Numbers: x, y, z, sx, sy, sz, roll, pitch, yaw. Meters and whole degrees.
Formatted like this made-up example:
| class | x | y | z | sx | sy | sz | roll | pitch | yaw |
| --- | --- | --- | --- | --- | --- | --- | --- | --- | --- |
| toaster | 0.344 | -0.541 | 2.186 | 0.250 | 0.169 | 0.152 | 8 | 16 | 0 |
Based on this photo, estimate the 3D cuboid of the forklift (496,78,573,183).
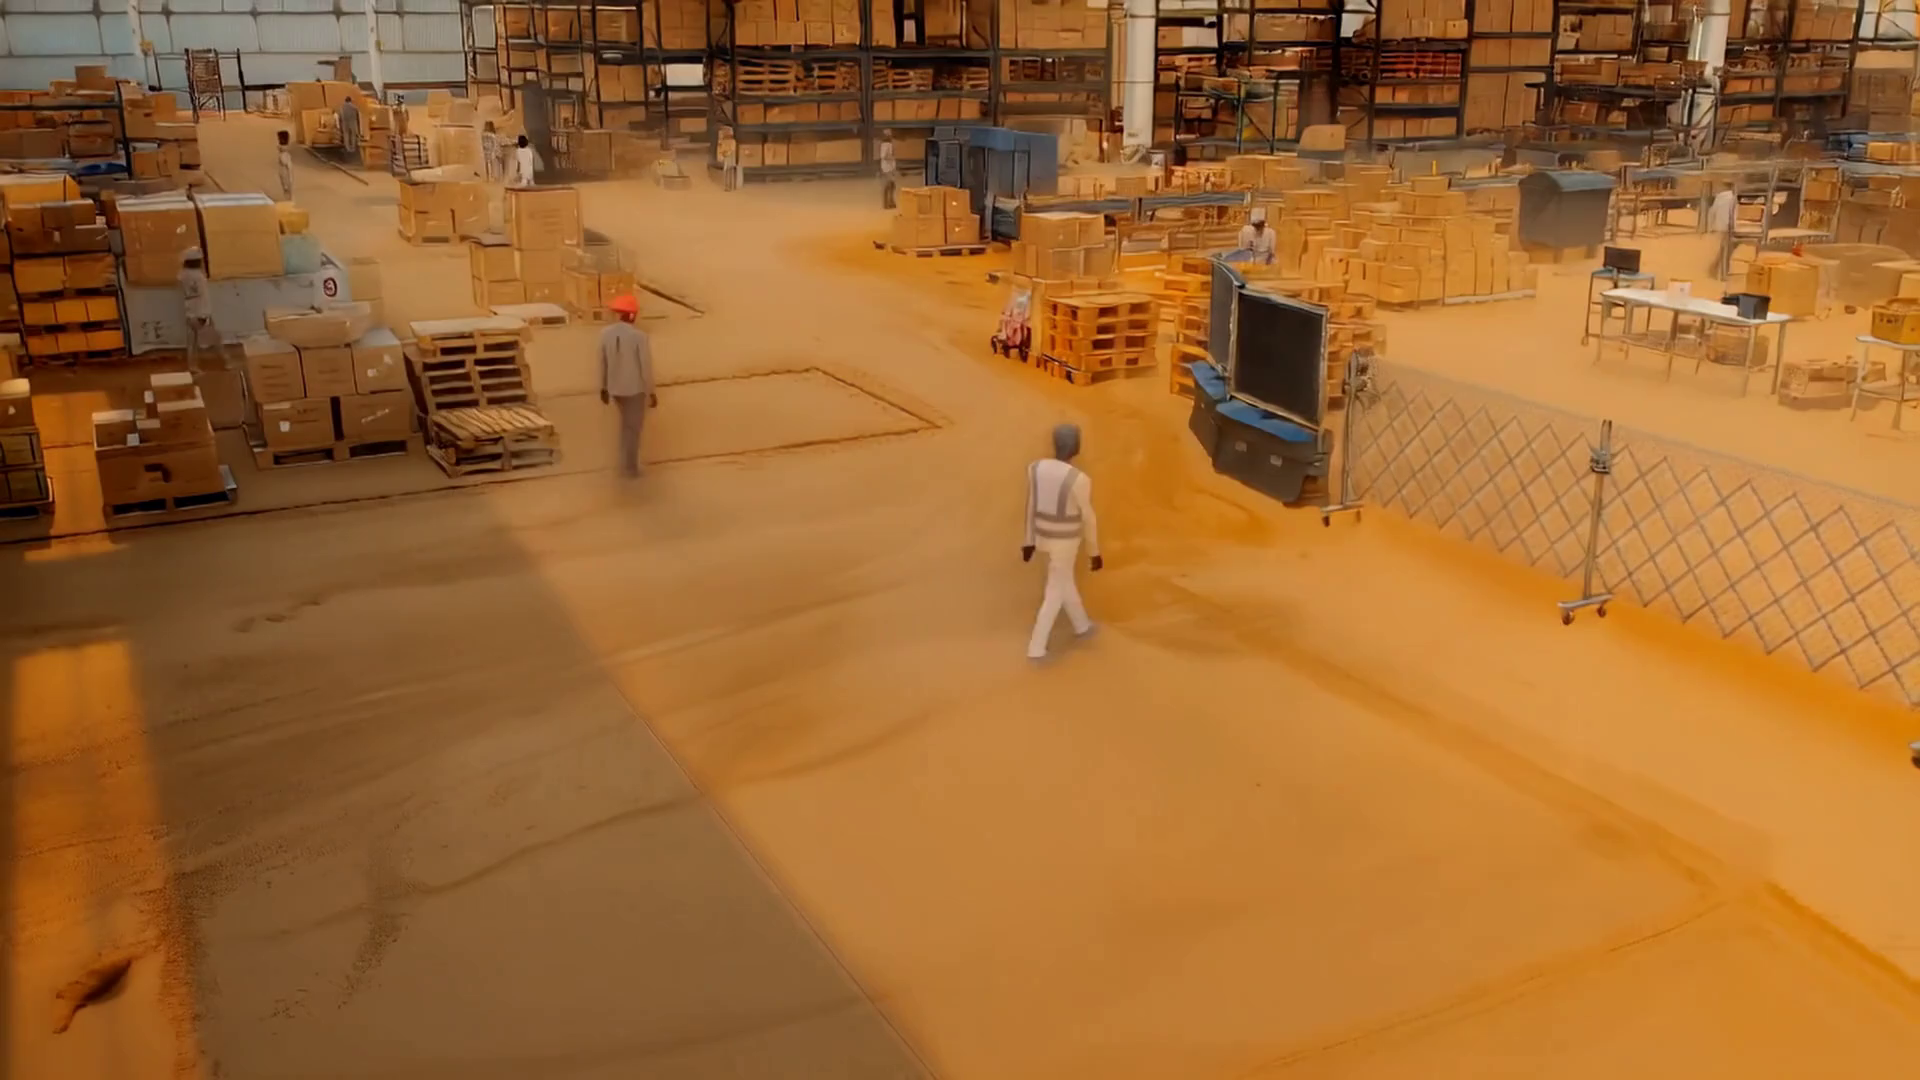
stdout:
| class | x | y | z | sx | sy | sz | roll | pitch | yaw |
| --- | --- | --- | --- | --- | --- | --- | --- | --- | --- |
| forklift | -12.064 | -11.549 | 46.839 | 1.873 | 2.768 | 1.129 | -9 | 20 | -26 |

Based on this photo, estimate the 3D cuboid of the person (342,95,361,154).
| class | x | y | z | sx | sy | sz | roll | pitch | yaw |
| --- | --- | --- | --- | --- | --- | --- | --- | --- | --- |
| person | -20.487 | -13.992 | 55.972 | 0.633 | 1.938 | 0.356 | 9 | 20 | 27 |

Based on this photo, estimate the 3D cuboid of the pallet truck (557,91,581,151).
| class | x | y | z | sx | sy | sz | roll | pitch | yaw |
| --- | --- | --- | --- | --- | --- | --- | --- | --- | --- |
| pallet truck | -13.495 | -14.412 | 57.188 | 0.823 | 1.965 | 1.885 | -3 | 18 | -9 |

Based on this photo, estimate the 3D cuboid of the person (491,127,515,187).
| class | x | y | z | sx | sy | sz | roll | pitch | yaw |
| --- | --- | --- | --- | --- | --- | --- | --- | --- | --- |
| person | -12.580 | -10.528 | 45.717 | 0.599 | 1.593 | 0.848 | -9 | 20 | -25 |

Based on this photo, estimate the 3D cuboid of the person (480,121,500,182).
| class | x | y | z | sx | sy | sz | roll | pitch | yaw |
| --- | --- | --- | --- | --- | --- | --- | --- | --- | --- |
| person | -13.272 | -10.982 | 46.979 | 0.317 | 1.695 | 0.540 | 14 | 23 | 37 |

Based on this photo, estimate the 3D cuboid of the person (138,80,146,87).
| class | x | y | z | sx | sy | sz | roll | pitch | yaw |
| --- | --- | --- | --- | --- | --- | --- | --- | --- | --- |
| person | -32.301 | -17.206 | 65.904 | 0.380 | 1.995 | 0.611 | -17 | 24 | -42 |

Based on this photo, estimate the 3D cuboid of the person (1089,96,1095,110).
| class | x | y | z | sx | sy | sz | roll | pitch | yaw |
| --- | --- | --- | --- | --- | --- | --- | --- | --- | --- |
| person | 5.152 | -17.225 | 66.566 | 0.527 | 1.620 | 0.345 | -4 | 18 | -12 |

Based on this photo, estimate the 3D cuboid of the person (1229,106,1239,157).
| class | x | y | z | sx | sy | sz | roll | pitch | yaw |
| --- | --- | --- | --- | --- | --- | --- | --- | --- | --- |
| person | 8.795 | -13.034 | 53.310 | 0.538 | 1.731 | 0.442 | -5 | 19 | -16 |

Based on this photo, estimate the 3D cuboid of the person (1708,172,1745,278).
| class | x | y | z | sx | sy | sz | roll | pitch | yaw |
| --- | --- | --- | --- | --- | --- | --- | --- | --- | --- |
| person | 13.866 | -5.689 | 30.146 | 0.826 | 1.915 | 0.553 | -13 | 22 | -35 |

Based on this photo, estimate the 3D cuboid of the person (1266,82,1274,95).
| class | x | y | z | sx | sy | sz | roll | pitch | yaw |
| --- | --- | --- | --- | --- | --- | --- | --- | --- | --- |
| person | 12.641 | -17.650 | 67.555 | 0.555 | 1.827 | 0.649 | -7 | 19 | -20 |

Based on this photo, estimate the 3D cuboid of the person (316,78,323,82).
| class | x | y | z | sx | sy | sz | roll | pitch | yaw |
| --- | --- | --- | --- | --- | --- | --- | --- | --- | --- |
| person | -26.394 | -18.084 | 68.731 | 0.546 | 1.939 | 0.375 | 13 | 22 | 35 |

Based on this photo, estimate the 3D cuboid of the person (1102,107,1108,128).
| class | x | y | z | sx | sy | sz | roll | pitch | yaw |
| --- | --- | --- | --- | --- | --- | --- | --- | --- | --- |
| person | 5.391 | -15.087 | 59.831 | 0.530 | 1.660 | 0.834 | -10 | 20 | -28 |

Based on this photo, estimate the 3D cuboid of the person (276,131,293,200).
| class | x | y | z | sx | sy | sz | roll | pitch | yaw |
| --- | --- | --- | --- | --- | --- | --- | --- | --- | --- |
| person | -16.014 | -8.719 | 39.515 | 0.378 | 1.958 | 0.606 | -10 | 20 | -29 |

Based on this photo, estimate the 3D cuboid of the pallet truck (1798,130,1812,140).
| class | x | y | z | sx | sy | sz | roll | pitch | yaw |
| --- | --- | --- | --- | --- | --- | --- | --- | --- | --- |
| pallet truck | 25.526 | -11.556 | 49.408 | 1.630 | 1.274 | 0.653 | -9 | 20 | -26 |

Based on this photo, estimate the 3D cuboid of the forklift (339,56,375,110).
| class | x | y | z | sx | sy | sz | roll | pitch | yaw |
| --- | --- | --- | --- | --- | --- | --- | --- | --- | --- |
| forklift | -25.337 | -18.623 | 68.892 | 1.873 | 2.768 | 1.129 | -9 | 20 | -26 |

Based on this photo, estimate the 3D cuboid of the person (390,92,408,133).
| class | x | y | z | sx | sy | sz | roll | pitch | yaw |
| --- | --- | --- | --- | --- | --- | --- | --- | --- | --- |
| person | -19.663 | -14.738 | 58.333 | 0.597 | 1.916 | 0.371 | -3 | 18 | -10 |

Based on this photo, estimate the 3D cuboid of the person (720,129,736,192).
| class | x | y | z | sx | sy | sz | roll | pitch | yaw |
| --- | --- | --- | --- | --- | --- | --- | --- | --- | --- |
| person | -6.200 | -10.128 | 44.413 | 0.313 | 1.637 | 0.513 | 15 | 23 | 39 |

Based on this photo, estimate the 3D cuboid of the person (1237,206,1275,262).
| class | x | y | z | sx | sy | sz | roll | pitch | yaw |
| --- | --- | --- | --- | --- | --- | --- | --- | --- | --- |
| person | 4.577 | -4.246 | 25.760 | 0.598 | 1.832 | 0.404 | -1 | 18 | -4 |

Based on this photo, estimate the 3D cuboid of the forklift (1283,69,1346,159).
| class | x | y | z | sx | sy | sz | roll | pitch | yaw |
| --- | --- | --- | --- | --- | --- | --- | --- | --- | --- |
| forklift | 11.615 | -13.871 | 54.079 | 1.129 | 2.768 | 1.873 | -9 | 20 | -27 |

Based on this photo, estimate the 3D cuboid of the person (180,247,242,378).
| class | x | y | z | sx | sy | sz | roll | pitch | yaw |
| --- | --- | --- | --- | --- | --- | --- | --- | --- | --- |
| person | -10.096 | -3.067 | 22.265 | 0.511 | 1.705 | 0.823 | 9 | 20 | 26 |

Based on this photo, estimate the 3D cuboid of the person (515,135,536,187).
| class | x | y | z | sx | sy | sz | roll | pitch | yaw |
| --- | --- | --- | --- | --- | --- | --- | --- | --- | --- |
| person | -10.297 | -8.627 | 39.370 | 0.327 | 1.865 | 0.520 | 17 | 24 | 42 |

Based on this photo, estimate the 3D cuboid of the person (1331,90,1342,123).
| class | x | y | z | sx | sy | sz | roll | pitch | yaw |
| --- | --- | --- | --- | --- | --- | --- | --- | --- | --- |
| person | 13.744 | -15.360 | 60.314 | 0.689 | 1.883 | 0.680 | -2 | 18 | -6 |

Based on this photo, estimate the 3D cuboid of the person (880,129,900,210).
| class | x | y | z | sx | sy | sz | roll | pitch | yaw |
| --- | --- | --- | --- | --- | --- | --- | --- | --- | --- |
| person | -1.642 | -9.036 | 40.553 | 0.681 | 1.914 | 0.580 | -13 | 22 | -35 |

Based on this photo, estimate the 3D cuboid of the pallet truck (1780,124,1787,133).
| class | x | y | z | sx | sy | sz | roll | pitch | yaw |
| --- | --- | --- | --- | --- | --- | --- | --- | --- | --- |
| pallet truck | 25.206 | -12.542 | 52.601 | 1.601 | 1.201 | 0.680 | 0 | 18 | -2 |

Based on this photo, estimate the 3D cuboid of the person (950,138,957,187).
| class | x | y | z | sx | sy | sz | roll | pitch | yaw |
| --- | --- | --- | --- | --- | --- | --- | --- | --- | --- |
| person | -0.053 | -9.368 | 42.071 | 0.438 | 1.617 | 0.510 | -11 | 21 | -31 |

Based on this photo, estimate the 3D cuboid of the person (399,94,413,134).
| class | x | y | z | sx | sy | sz | roll | pitch | yaw |
| --- | --- | --- | --- | --- | --- | --- | --- | --- | --- |
| person | -19.802 | -14.923 | 59.096 | 0.856 | 1.819 | 0.630 | -8 | 19 | -23 |

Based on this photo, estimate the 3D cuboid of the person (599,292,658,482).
| class | x | y | z | sx | sy | sz | roll | pitch | yaw |
| --- | --- | --- | --- | --- | --- | --- | --- | --- | --- |
| person | -3.406 | -1.580 | 17.216 | 0.646 | 1.972 | 0.460 | 9 | 20 | 26 |

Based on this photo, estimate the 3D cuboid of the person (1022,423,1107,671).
| class | x | y | z | sx | sy | sz | roll | pitch | yaw |
| --- | --- | --- | --- | --- | --- | --- | --- | --- | --- |
| person | 0.805 | 0.014 | 12.482 | 0.997 | 1.829 | 0.593 | -14 | 22 | -36 |

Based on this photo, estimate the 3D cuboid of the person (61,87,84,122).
| class | x | y | z | sx | sy | sz | roll | pitch | yaw |
| --- | --- | --- | --- | --- | --- | --- | --- | --- | --- |
| person | -32.817 | -15.793 | 61.629 | 0.648 | 1.908 | 0.819 | -2 | 18 | -8 |

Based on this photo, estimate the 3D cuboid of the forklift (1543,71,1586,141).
| class | x | y | z | sx | sy | sz | roll | pitch | yaw |
| --- | --- | --- | --- | --- | --- | --- | --- | --- | --- |
| forklift | 18.685 | -13.231 | 52.085 | 1.873 | 2.768 | 1.129 | -9 | 20 | -26 |
